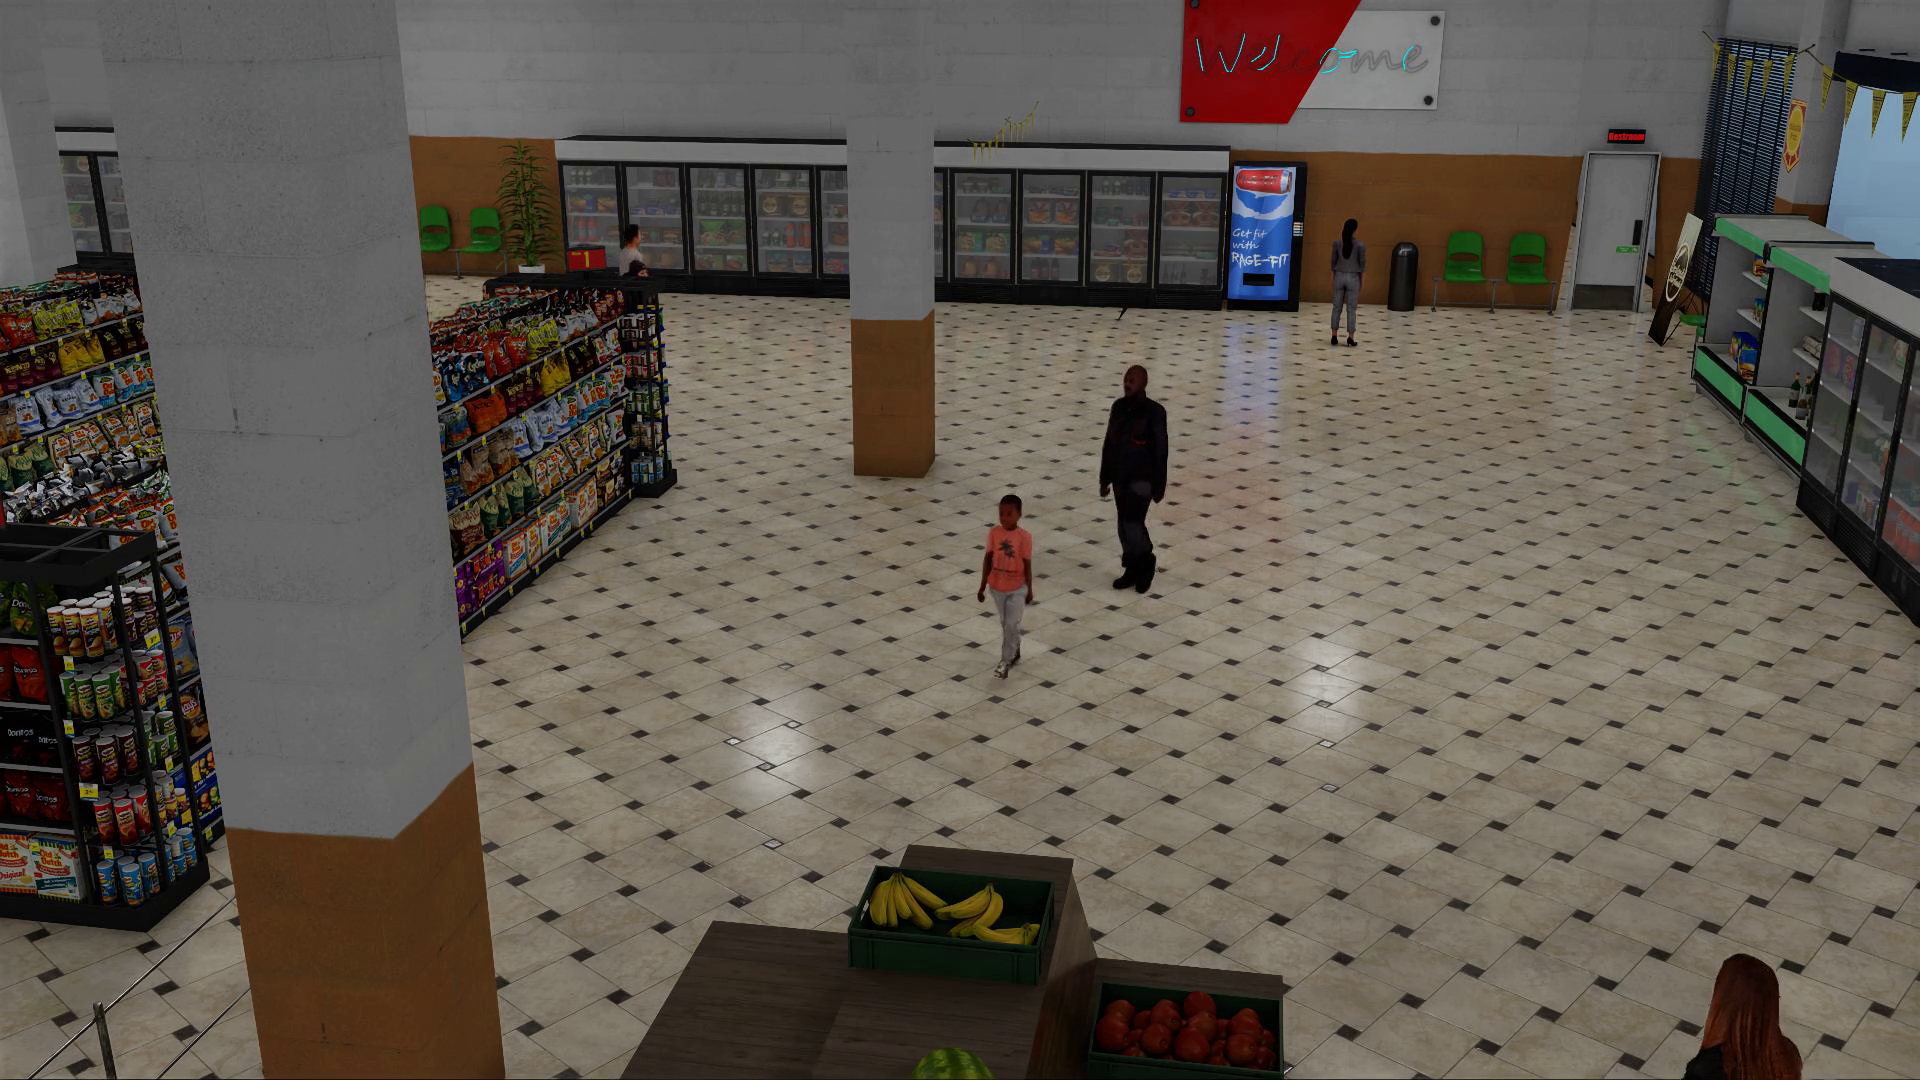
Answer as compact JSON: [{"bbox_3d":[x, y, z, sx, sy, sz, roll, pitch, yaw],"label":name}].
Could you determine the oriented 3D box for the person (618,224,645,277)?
[{"bbox_3d":[-4.087,-2.957,20.446,0.829,1.802,0.764,-12,22,-31],"label":"person"}]

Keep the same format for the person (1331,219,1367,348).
[{"bbox_3d":[5.102,-3.396,21.939,0.697,1.678,0.698,10,21,28],"label":"person"}]

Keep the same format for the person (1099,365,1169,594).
[{"bbox_3d":[1.437,-0.511,13.169,0.830,1.816,0.863,17,25,42],"label":"person"}]

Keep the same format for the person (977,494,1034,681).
[{"bbox_3d":[0.367,0.296,11.605,0.642,1.286,0.865,10,21,28],"label":"person"}]

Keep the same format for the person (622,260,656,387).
[{"bbox_3d":[-3.611,-2.329,18.783,0.775,1.674,0.644,7,20,20],"label":"person"}]

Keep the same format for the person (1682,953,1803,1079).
[{"bbox_3d":[2.546,2.178,5.415,0.859,1.675,1.082,-4,19,-13],"label":"person"}]
